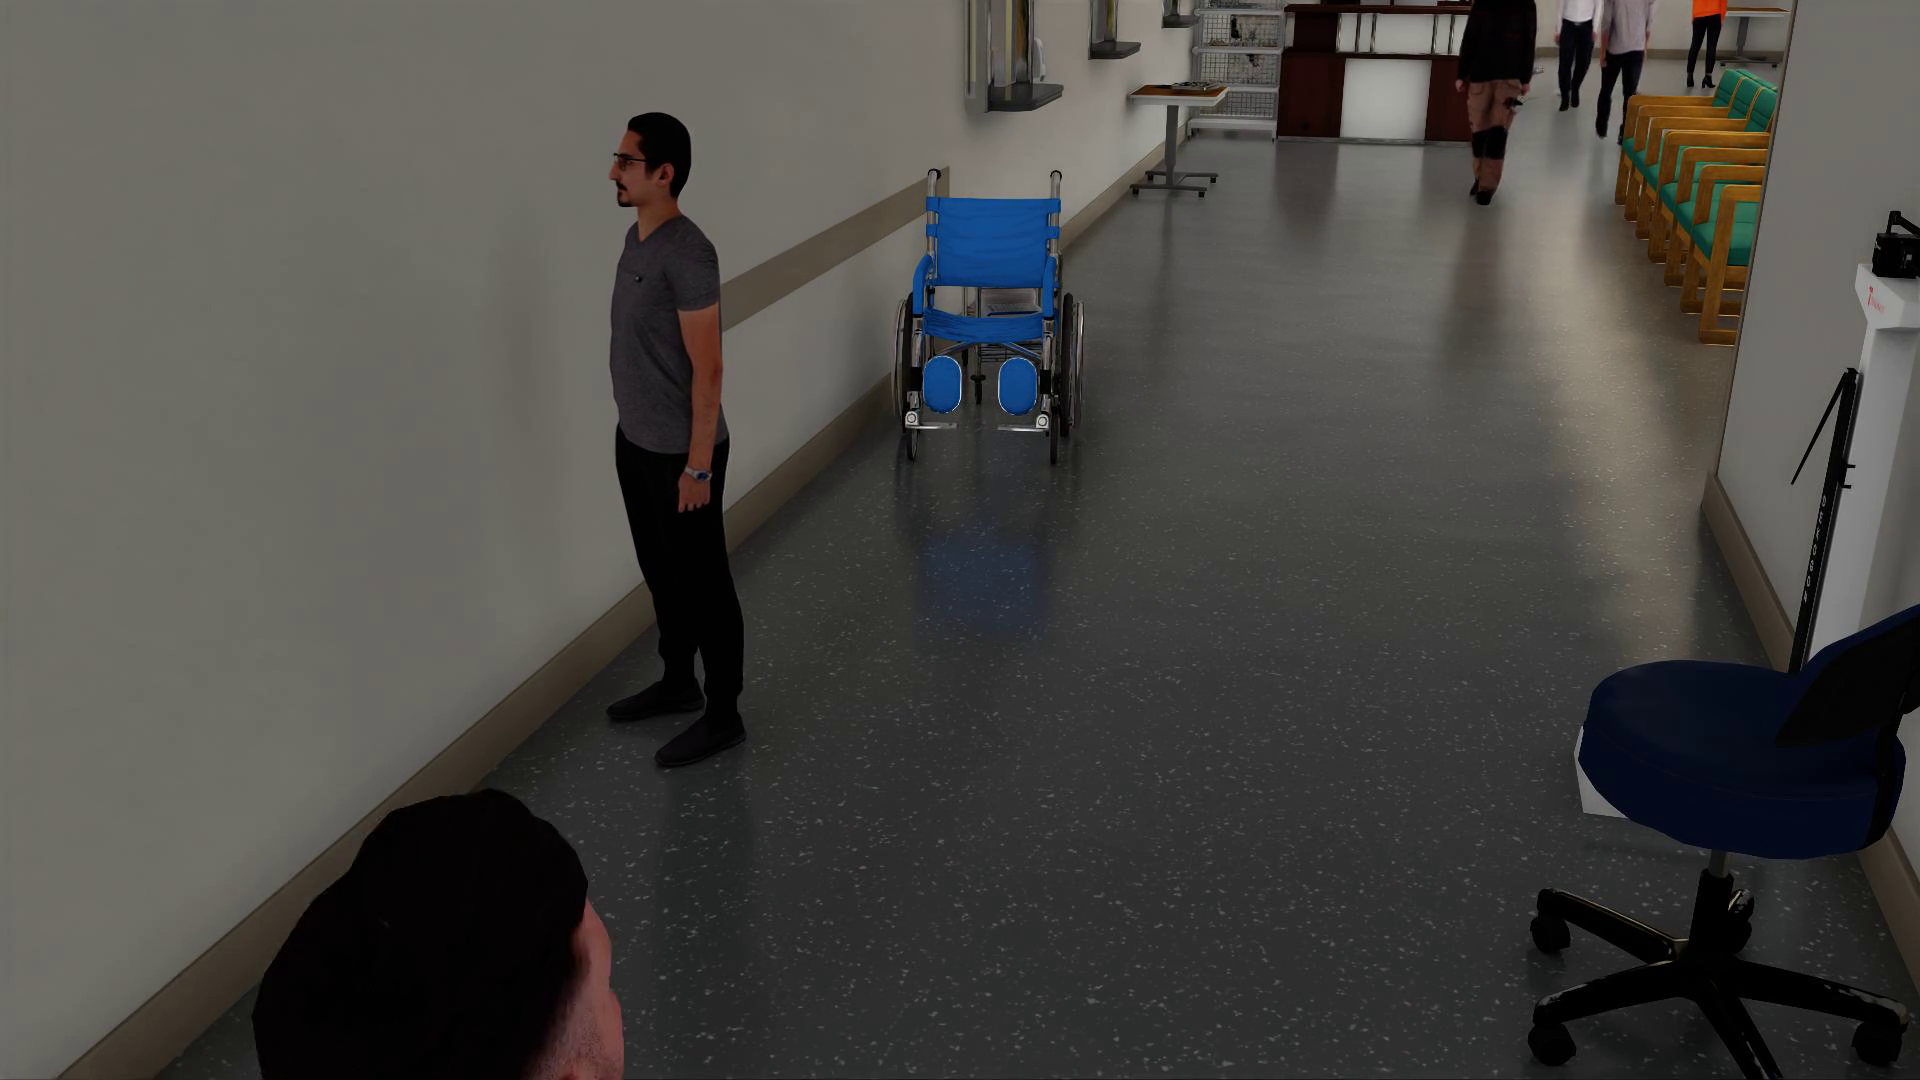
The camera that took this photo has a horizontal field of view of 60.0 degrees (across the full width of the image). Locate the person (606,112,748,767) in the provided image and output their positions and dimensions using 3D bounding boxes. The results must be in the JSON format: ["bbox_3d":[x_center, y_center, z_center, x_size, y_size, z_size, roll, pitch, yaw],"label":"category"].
[{"bbox_3d":[-0.781,-0.273,4.537,0.758,1.755,0.687,-13,24,-31],"label":"person"}]

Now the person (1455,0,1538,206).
[{"bbox_3d":[4.251,-3.614,13.194,1.236,1.871,0.931,10,23,24],"label":"person"}]

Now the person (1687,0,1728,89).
[{"bbox_3d":[9.944,-6.929,22.119,0.769,1.749,0.669,-18,27,-39],"label":"person"}]

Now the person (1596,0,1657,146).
[{"bbox_3d":[6.571,-4.781,16.379,1.120,1.798,0.720,5,21,12],"label":"person"}]

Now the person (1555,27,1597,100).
[{"bbox_3d":[7.683,-6.302,20.675,0.907,1.600,0.705,7,22,18],"label":"person"}]

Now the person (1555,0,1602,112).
[{"bbox_3d":[7.258,-6.009,19.540,0.661,1.855,0.705,7,22,17],"label":"person"}]
